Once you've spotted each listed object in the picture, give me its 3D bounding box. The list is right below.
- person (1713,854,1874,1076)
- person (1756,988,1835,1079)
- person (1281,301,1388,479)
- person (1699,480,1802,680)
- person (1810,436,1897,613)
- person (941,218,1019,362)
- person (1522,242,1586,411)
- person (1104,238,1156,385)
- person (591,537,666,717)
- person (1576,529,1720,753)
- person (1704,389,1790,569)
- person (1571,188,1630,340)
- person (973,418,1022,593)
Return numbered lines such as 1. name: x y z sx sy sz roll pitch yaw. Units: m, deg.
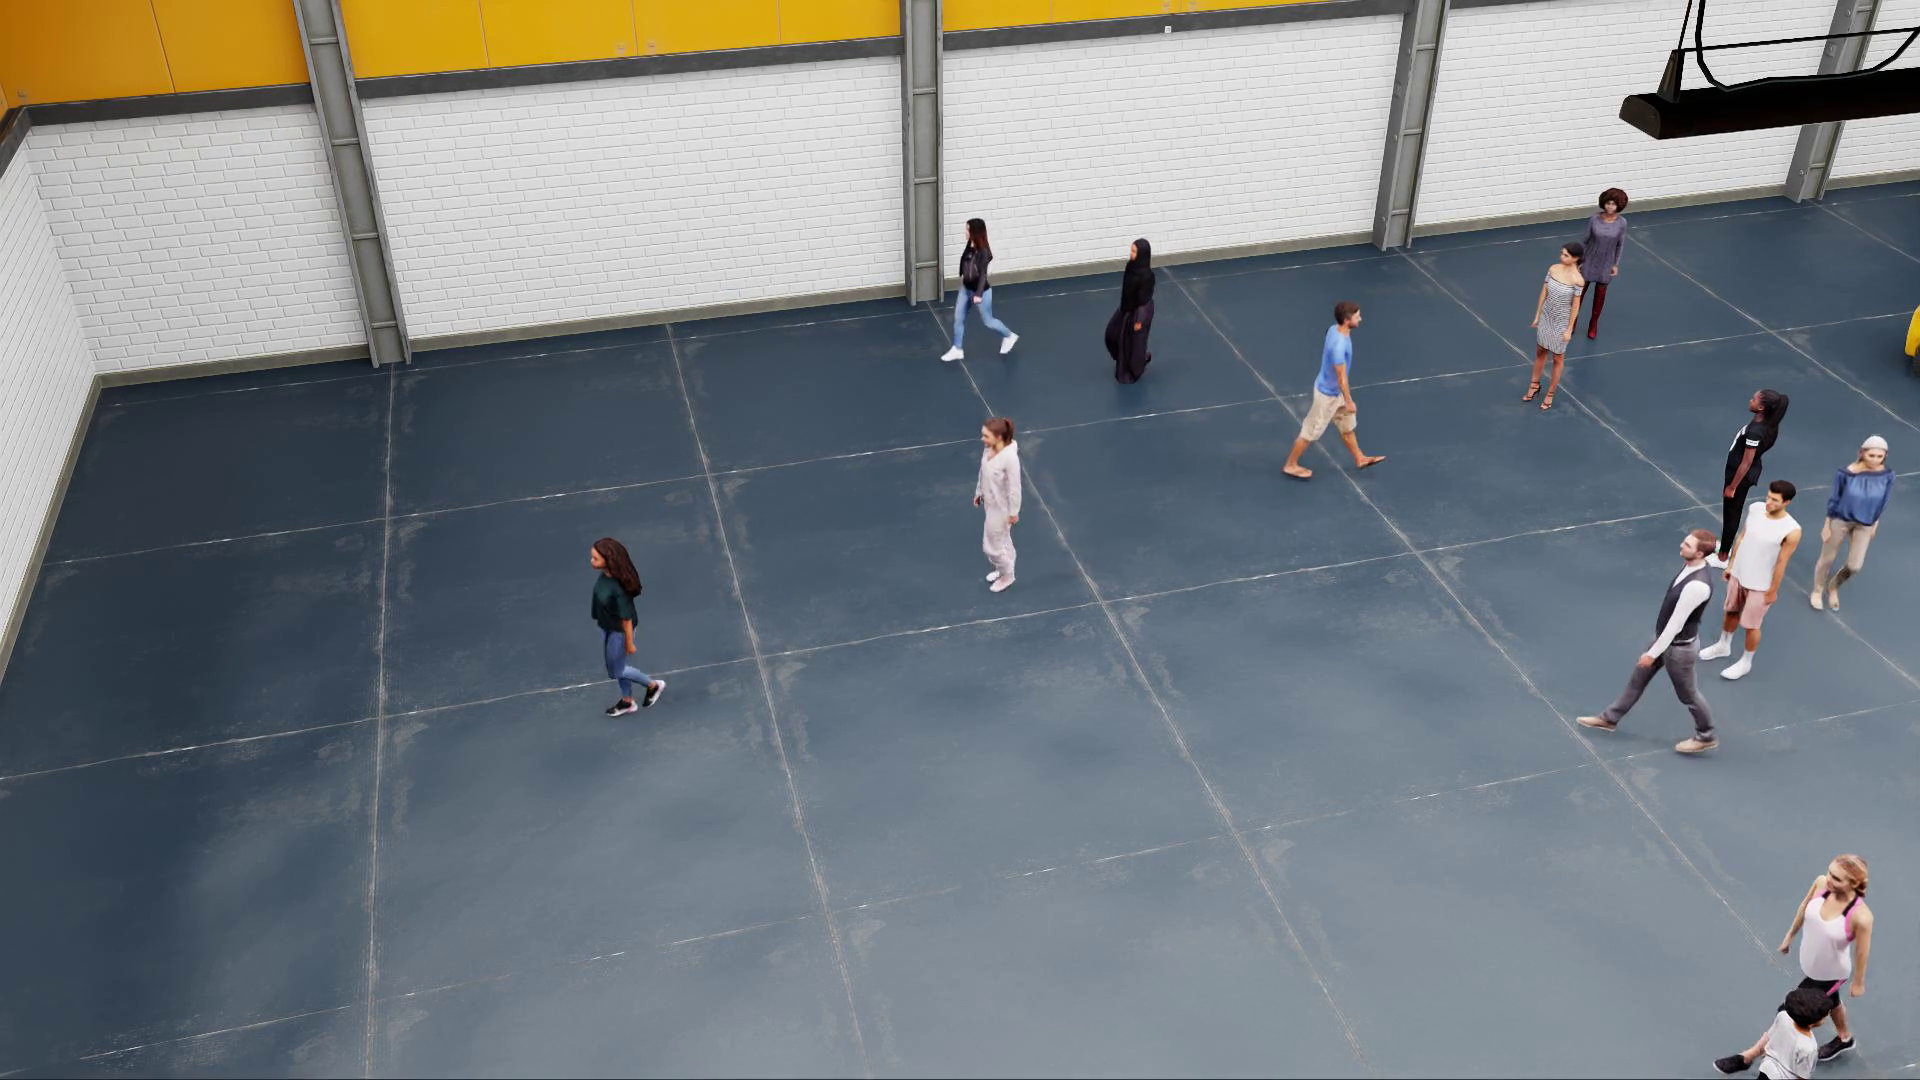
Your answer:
1. person: 5.194 2.519 9.860 1.197 1.729 0.664 -7 34 -11
2. person: 4.715 3.027 9.518 0.510 1.261 0.498 -6 34 -9
3. person: 3.387 -1.383 15.649 1.290 1.821 1.002 6 34 9
4. person: 6.313 0.284 13.176 0.564 1.782 0.633 -10 35 -15
5. person: 7.434 -0.174 13.952 0.697 1.686 0.795 7 34 11
6. person: 0.245 -2.652 17.758 1.139 1.599 0.786 -16 37 -23
7. person: 6.051 -2.189 16.858 0.636 1.823 0.661 -21 39 -28
8. person: 1.897 -2.408 17.381 0.791 1.609 0.676 -13 36 -19
9. person: -2.550 0.663 12.765 0.747 1.605 0.649 -15 36 -21
10. person: 5.406 0.793 12.308 1.349 1.895 1.069 7 34 11
11. person: 6.804 -0.550 14.478 0.777 1.729 0.713 19 38 26
12. person: 7.000 -3.040 18.241 0.643 1.710 0.725 14 36 20
13. person: 0.426 -0.335 14.206 0.642 1.672 0.662 -12 35 -17
